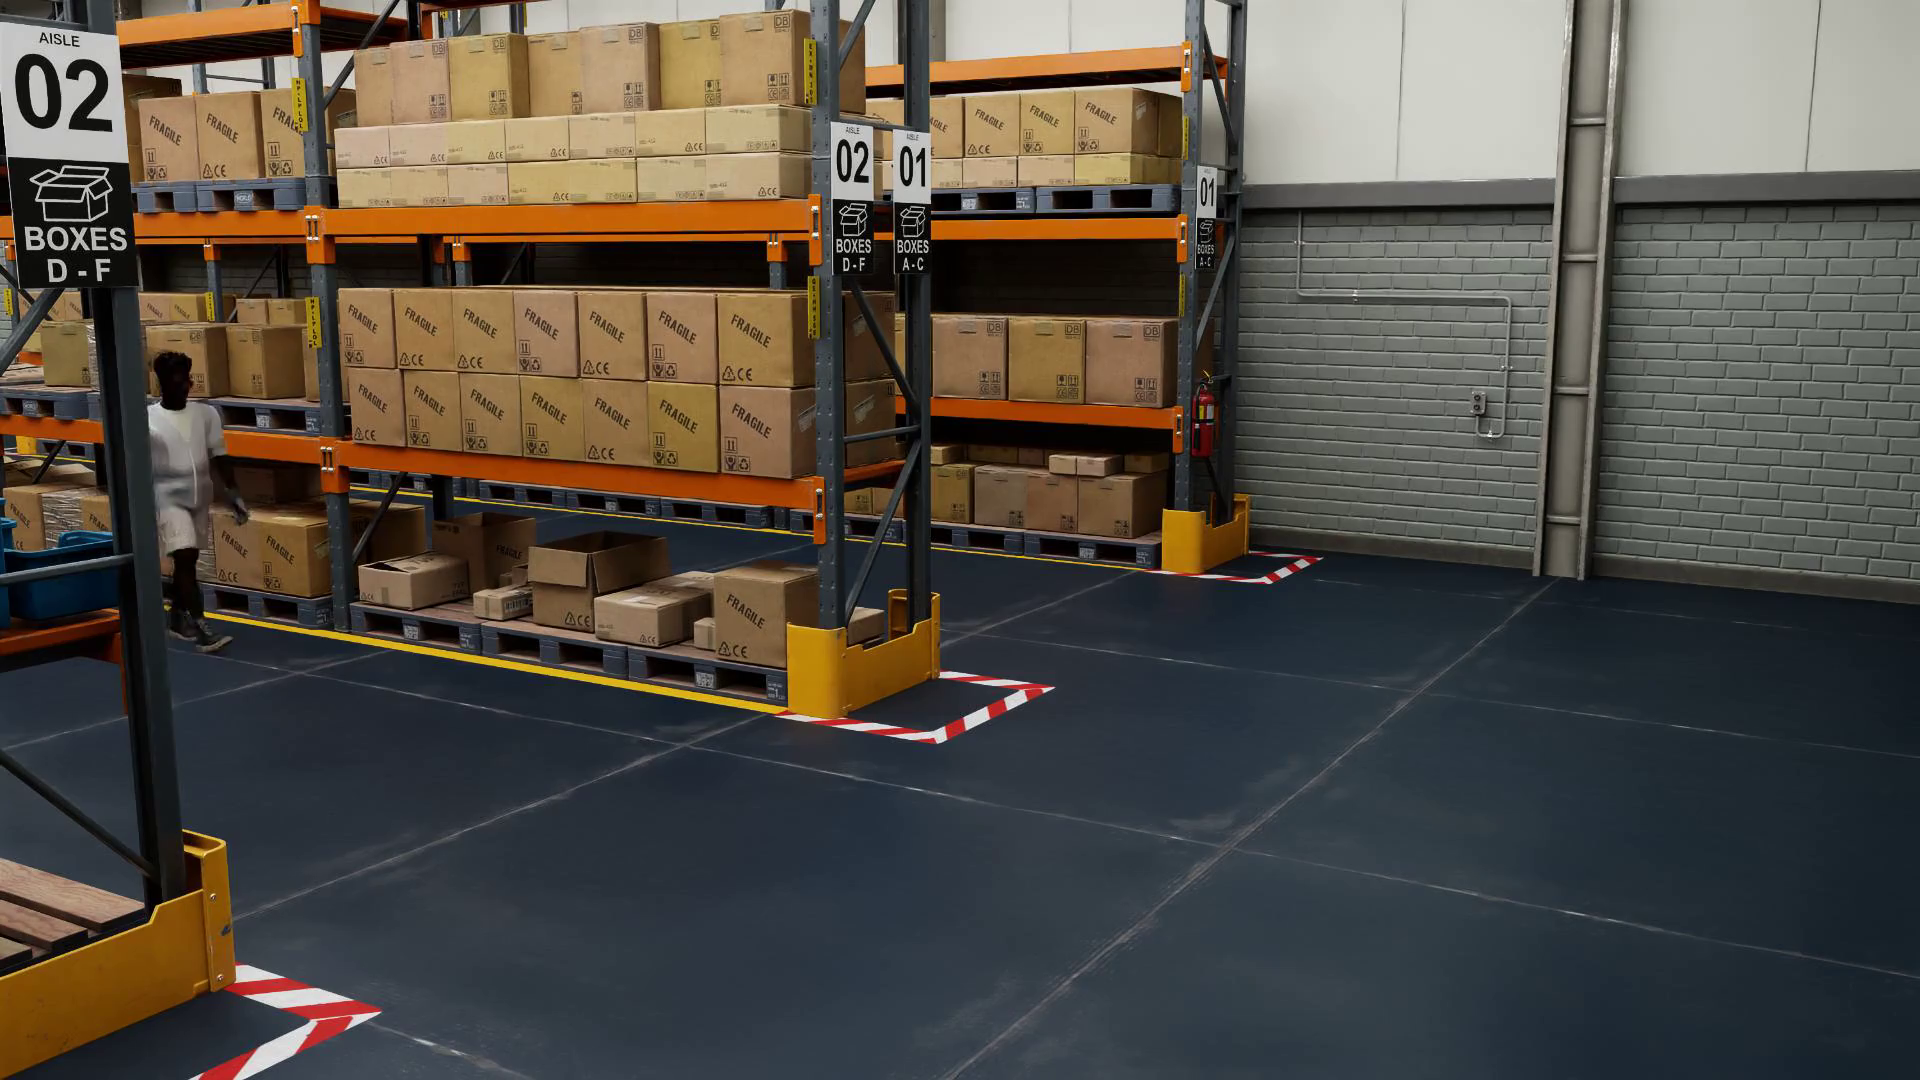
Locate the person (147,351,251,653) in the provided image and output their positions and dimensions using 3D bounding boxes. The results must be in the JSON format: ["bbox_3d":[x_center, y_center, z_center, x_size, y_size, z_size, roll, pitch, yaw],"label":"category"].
[{"bbox_3d":[-4.946,-0.245,10.713,0.969,1.922,0.630,6,11,32],"label":"person"}]
